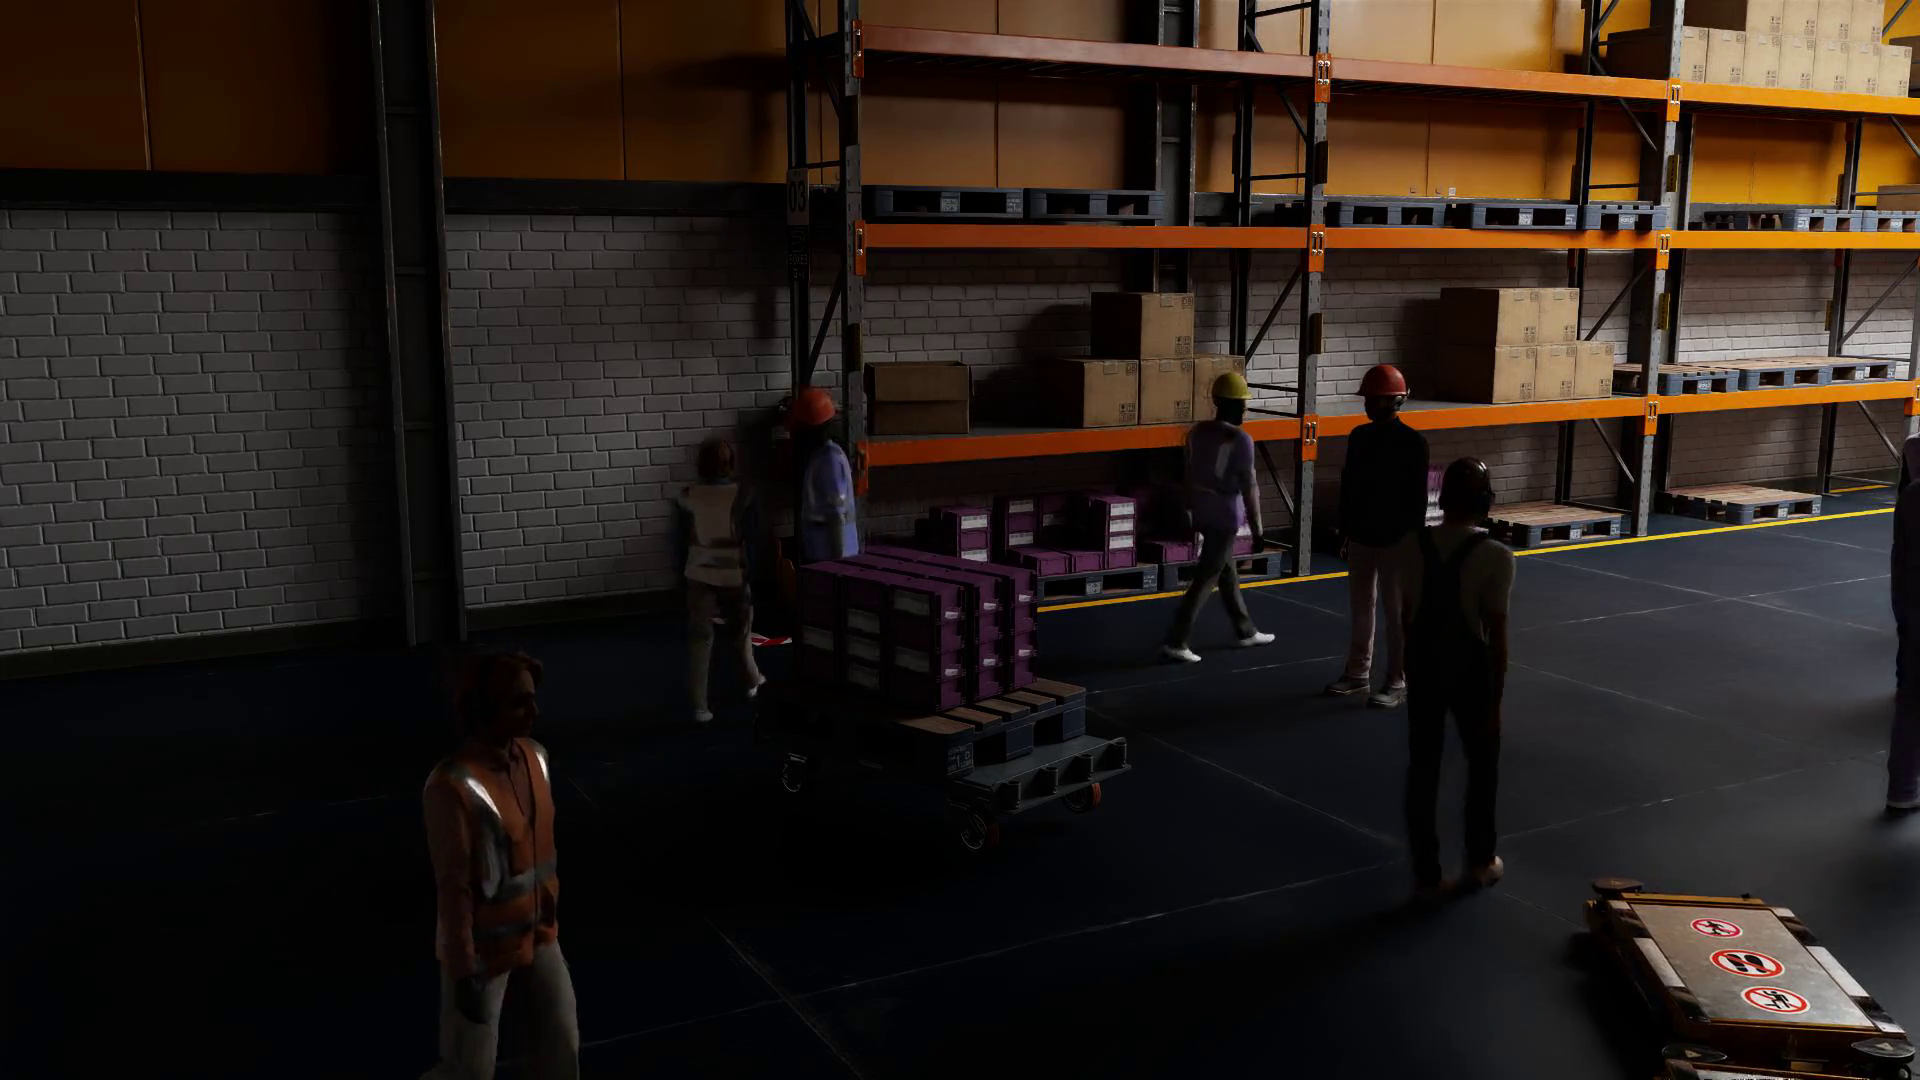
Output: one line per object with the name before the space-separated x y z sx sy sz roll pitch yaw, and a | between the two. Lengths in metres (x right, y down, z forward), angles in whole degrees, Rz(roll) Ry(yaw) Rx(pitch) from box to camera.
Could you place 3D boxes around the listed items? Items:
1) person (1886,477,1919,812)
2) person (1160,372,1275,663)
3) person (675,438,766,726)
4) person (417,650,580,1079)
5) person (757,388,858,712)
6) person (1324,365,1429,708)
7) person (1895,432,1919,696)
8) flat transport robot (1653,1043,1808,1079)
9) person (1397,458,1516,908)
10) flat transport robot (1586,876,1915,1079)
person | 4.607 0.377 7.661 0.403 1.906 0.651 -3 10 -15
person | 1.684 -0.150 10.801 1.006 1.878 0.611 -5 11 -29
person | -1.371 0.217 9.490 0.533 1.587 0.851 1 10 7
person | -1.291 1.076 4.463 0.695 1.611 0.514 4 10 20
person | -0.848 0.090 9.342 0.790 1.888 0.617 -1 10 -4
person | 2.443 -0.025 9.721 0.379 1.995 0.612 -7 12 -33
person | 5.771 0.024 9.696 0.616 1.904 0.404 9 13 42
flat transport robot | 2.317 1.761 4.396 0.652 0.197 1.431 2 10 12
person | 2.051 0.563 6.840 0.500 1.813 0.747 7 12 36
flat transport robot | 2.686 1.522 5.769 0.652 0.197 1.431 1 10 7
